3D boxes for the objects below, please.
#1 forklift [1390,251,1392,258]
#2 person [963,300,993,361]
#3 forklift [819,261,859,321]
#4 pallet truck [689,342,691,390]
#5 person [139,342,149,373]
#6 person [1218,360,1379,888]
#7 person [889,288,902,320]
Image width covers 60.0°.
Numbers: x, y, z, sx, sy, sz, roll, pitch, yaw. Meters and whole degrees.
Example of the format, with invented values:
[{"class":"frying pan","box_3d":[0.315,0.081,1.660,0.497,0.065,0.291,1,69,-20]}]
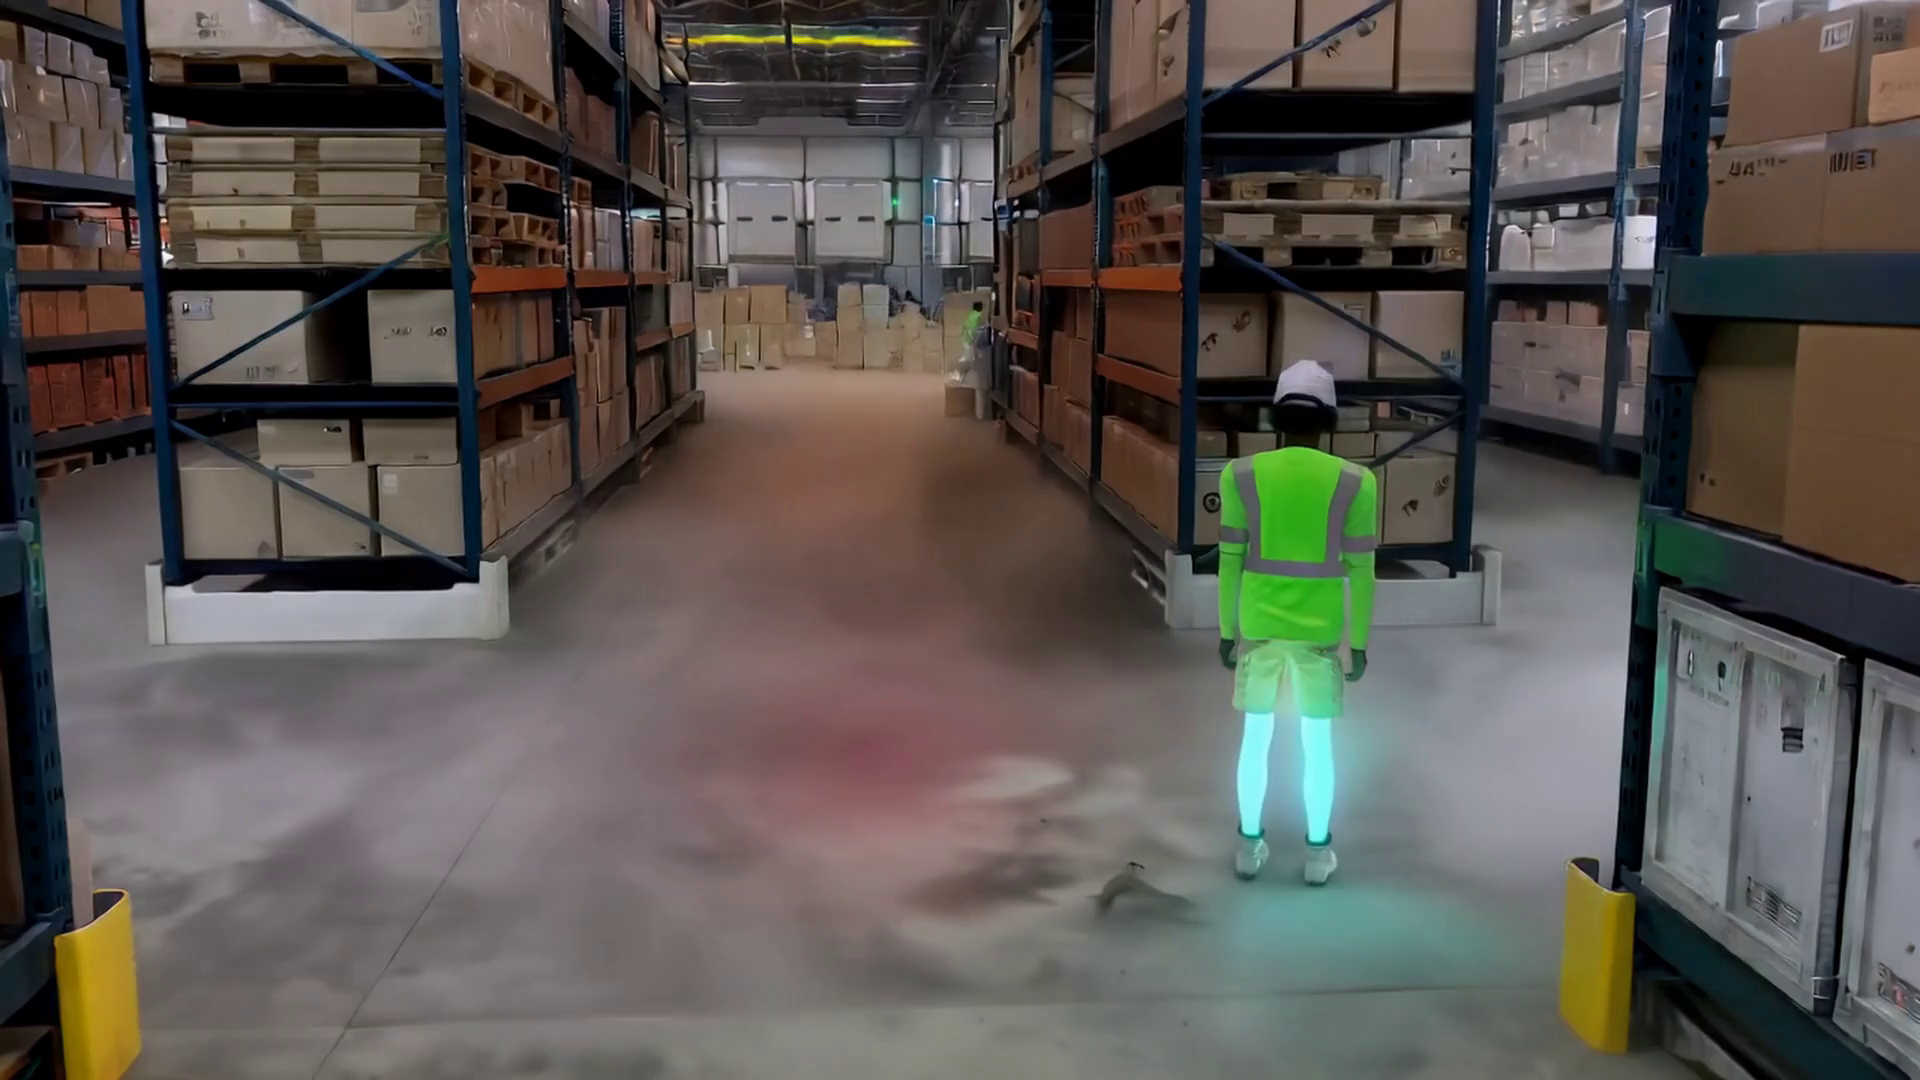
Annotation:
[{"class":"forklift","box_3d":[8.384,-4.323,32.975,1.129,2.768,1.873,-1,9,-4]},{"class":"person","box_3d":[0.410,-4.341,36.473,0.931,1.797,0.637,-6,11,-33]},{"class":"forklift","box_3d":[-3.792,-7.756,54.530,1.129,2.768,1.873,-5,10,-29]},{"class":"pallet truck","box_3d":[-5.225,-3.008,27.480,1.885,1.965,0.823,2,9,14]},{"class":"person","box_3d":[-13.641,-3.088,27.989,0.612,1.995,0.393,-1,9,-6]},{"class":"person","box_3d":[1.298,0.326,6.459,0.601,2.035,0.407,2,9,15]},{"class":"person","box_3d":[-2.306,-7.827,57.971,0.636,1.930,0.371,4,10,22]}]
